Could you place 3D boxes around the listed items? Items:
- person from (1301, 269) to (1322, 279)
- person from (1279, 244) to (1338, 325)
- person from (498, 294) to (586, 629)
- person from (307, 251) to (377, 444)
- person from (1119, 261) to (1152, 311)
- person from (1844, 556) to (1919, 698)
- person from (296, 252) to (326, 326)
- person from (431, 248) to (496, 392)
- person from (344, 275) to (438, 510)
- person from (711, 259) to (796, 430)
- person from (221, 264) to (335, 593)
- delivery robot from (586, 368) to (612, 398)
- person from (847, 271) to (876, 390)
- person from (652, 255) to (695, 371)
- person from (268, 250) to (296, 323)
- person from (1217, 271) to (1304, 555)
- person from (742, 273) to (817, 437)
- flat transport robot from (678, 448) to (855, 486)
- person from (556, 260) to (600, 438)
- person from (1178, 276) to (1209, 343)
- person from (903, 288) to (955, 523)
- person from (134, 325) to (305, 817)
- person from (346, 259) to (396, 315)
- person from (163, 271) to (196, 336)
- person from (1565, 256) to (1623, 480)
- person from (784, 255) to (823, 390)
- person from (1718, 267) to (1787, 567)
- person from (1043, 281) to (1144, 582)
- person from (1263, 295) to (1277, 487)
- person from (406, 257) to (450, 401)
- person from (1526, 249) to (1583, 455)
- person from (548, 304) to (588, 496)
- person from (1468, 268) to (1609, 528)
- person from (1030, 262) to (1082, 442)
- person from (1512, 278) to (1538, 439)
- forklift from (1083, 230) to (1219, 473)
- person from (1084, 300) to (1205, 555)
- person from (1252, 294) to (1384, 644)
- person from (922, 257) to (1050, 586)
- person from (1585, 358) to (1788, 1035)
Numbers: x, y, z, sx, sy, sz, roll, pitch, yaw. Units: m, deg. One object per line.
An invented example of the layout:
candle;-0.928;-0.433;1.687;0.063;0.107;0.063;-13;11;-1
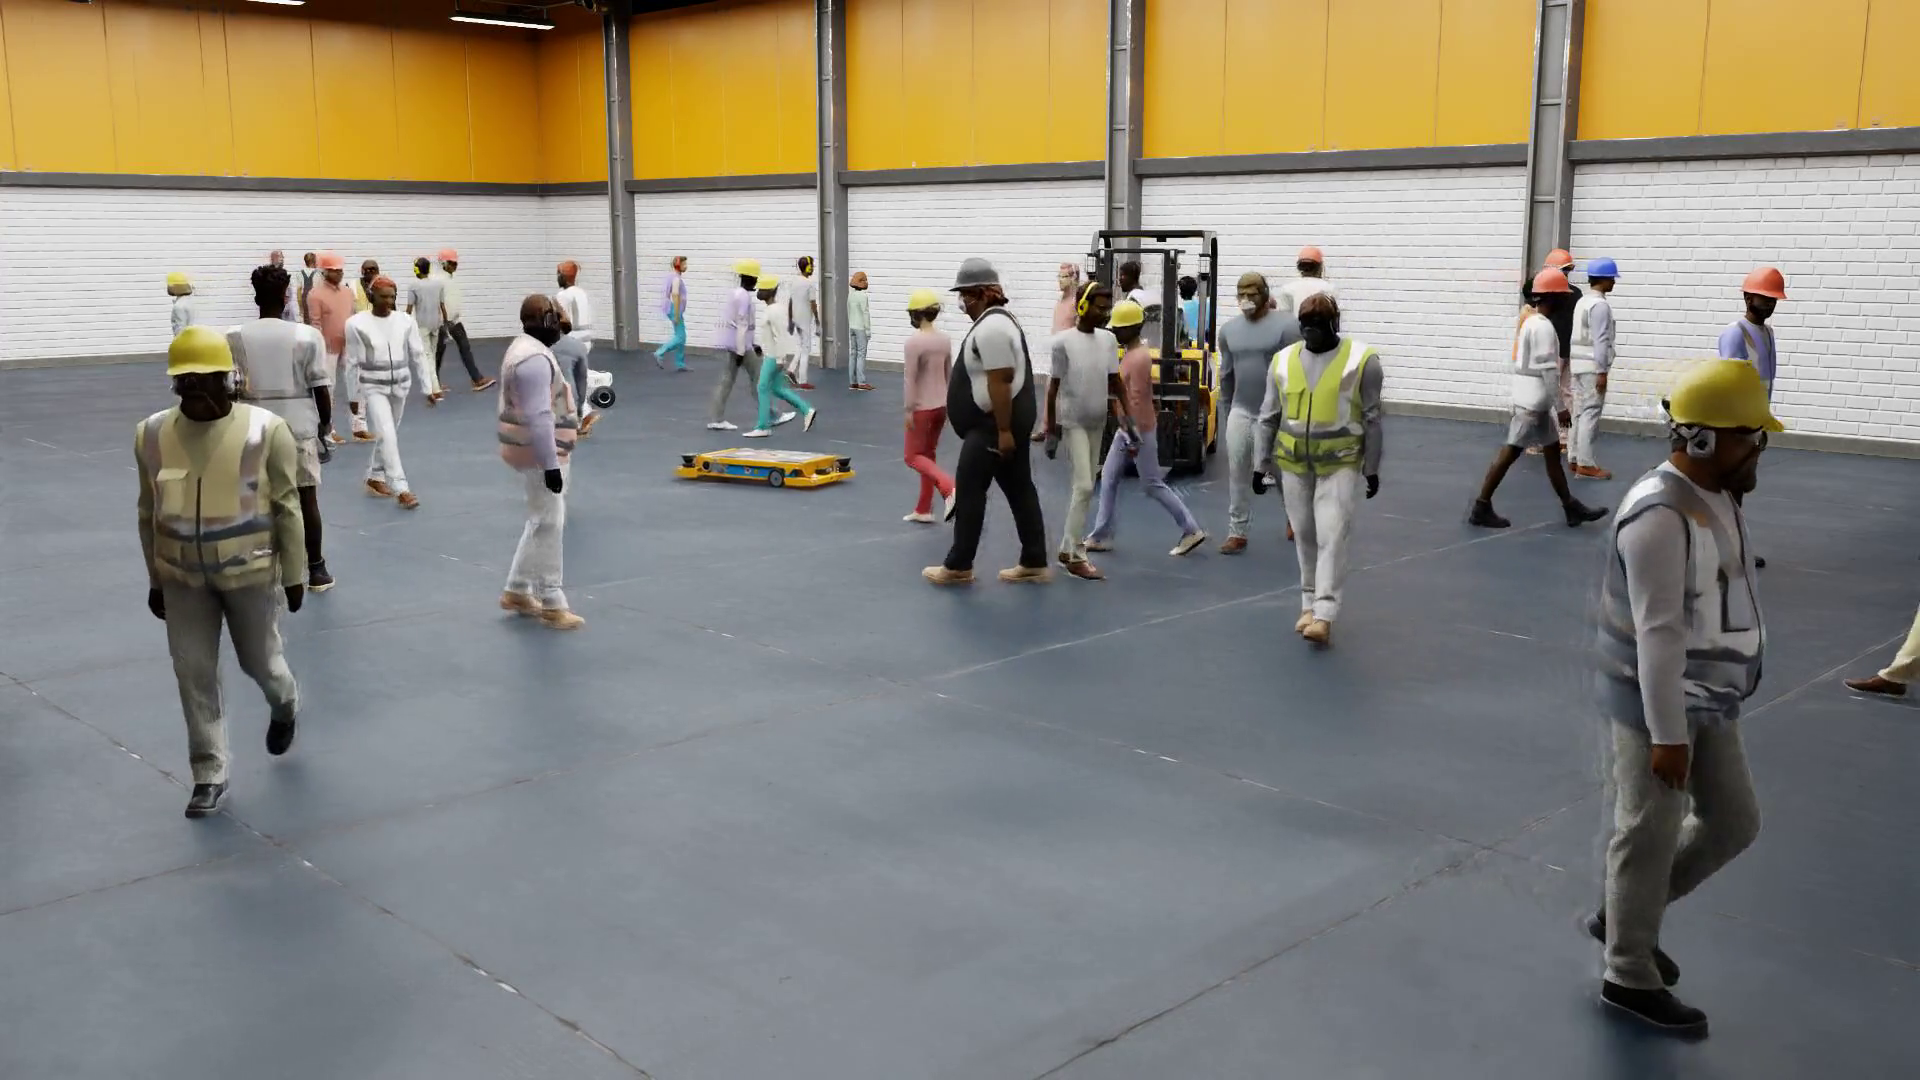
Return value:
person;3.878;-2.080;17.945;0.981;1.888;0.635;6;12;32
person;3.583;-2.007;17.089;0.609;2.045;0.383;5;11;25
person;-2.317;-0.433;9.158;0.436;1.818;0.721;-3;11;-14
person;-6.280;-1.939;16.911;0.776;1.964;0.651;5;12;28
person;1.828;-2.020;17.695;1.077;1.845;0.641;4;11;19
person;4.535;-0.004;7.409;0.859;1.586;0.503;5;11;25
person;-10.921;-3.925;28.088;0.506;1.842;0.342;0;10;-2
person;-6.838;-2.964;22.539;0.977;1.942;0.625;4;11;19
person;-4.567;-1.186;13.224;0.592;1.836;1.028;-9;14;-41
person;-2.314;-2.139;18.273;0.989;1.860;0.580;-5;11;-24
person;-4.045;-0.650;9.892;0.613;1.963;0.362;-3;11;-15
delivery robot;-4.694;-1.965;20.658;0.707;0.478;0.477;-4;11;-19
person;-1.383;-2.890;23.016;0.285;1.633;0.499;-7;12;-33
person;-4.481;-3.526;25.962;0.578;1.830;0.577;-2;11;-11
person;-11.806;-4.080;28.834;0.662;1.883;0.827;9;13;39
person;2.082;-0.878;11.337;0.670;1.907;0.913;7;13;34
person;-1.923;-1.958;17.630;0.751;1.737;0.527;-3;11;-14
flat transport robot;-1.692;-0.647;14.499;1.431;0.197;0.652;6;12;28
person;-4.059;-1.994;17.468;0.451;1.872;0.597;3;11;14
person;2.502;-2.117;18.675;0.539;1.678;0.601;-7;13;-34
person;-0.193;-0.960;12.184;0.558;1.750;0.519;8;13;37
person;-2.787;0.083;6.338;0.596;1.810;0.744;-1;10;-7
person;-7.555;-2.682;21.331;0.656;1.837;0.444;-3;11;-15
person;-8.804;-2.196;18.947;0.423;1.726;0.503;-2;11;-11
person;5.572;-1.509;14.628;0.403;1.945;0.615;1;10;4
person;-2.158;-2.997;23.001;0.408;1.859;0.505;-9;13;-39
person;5.015;-0.762;10.593;0.546;1.934;0.376;-9;14;-41
person;0.819;-0.692;10.447;0.519;1.841;0.634;-8;13;-37
person;2.557;-1.270;14.185;0.530;1.638;0.310;7;12;32
person;-6.987;-2.739;21.617;0.712;1.845;0.569;10;14;42
person;5.793;-1.819;16.184;0.609;1.996;0.379;-9;14;-41
person;-3.142;-1.033;12.932;0.542;1.607;0.392;-6;12;-31
person;4.210;-1.006;12.055;1.010;1.892;0.544;3;11;14
person;1.203;-1.947;17.280;0.991;1.864;0.633;-6;12;-28
person;5.978;-1.905;17.505;0.319;1.690;0.540;4;11;19
forklift;1.804;-1.825;15.677;1.214;2.155;2.313;2;11;13
person;1.213;-0.741;11.071;0.887;1.715;0.533;-1;10;-3
person;1.828;-0.368;8.743;0.659;1.820;0.740;7;12;33
person;0.150;-0.732;10.137;0.884;2.000;0.696;2;11;10
person;1.921;0.427;4.440;0.419;1.820;0.608;9;14;41
